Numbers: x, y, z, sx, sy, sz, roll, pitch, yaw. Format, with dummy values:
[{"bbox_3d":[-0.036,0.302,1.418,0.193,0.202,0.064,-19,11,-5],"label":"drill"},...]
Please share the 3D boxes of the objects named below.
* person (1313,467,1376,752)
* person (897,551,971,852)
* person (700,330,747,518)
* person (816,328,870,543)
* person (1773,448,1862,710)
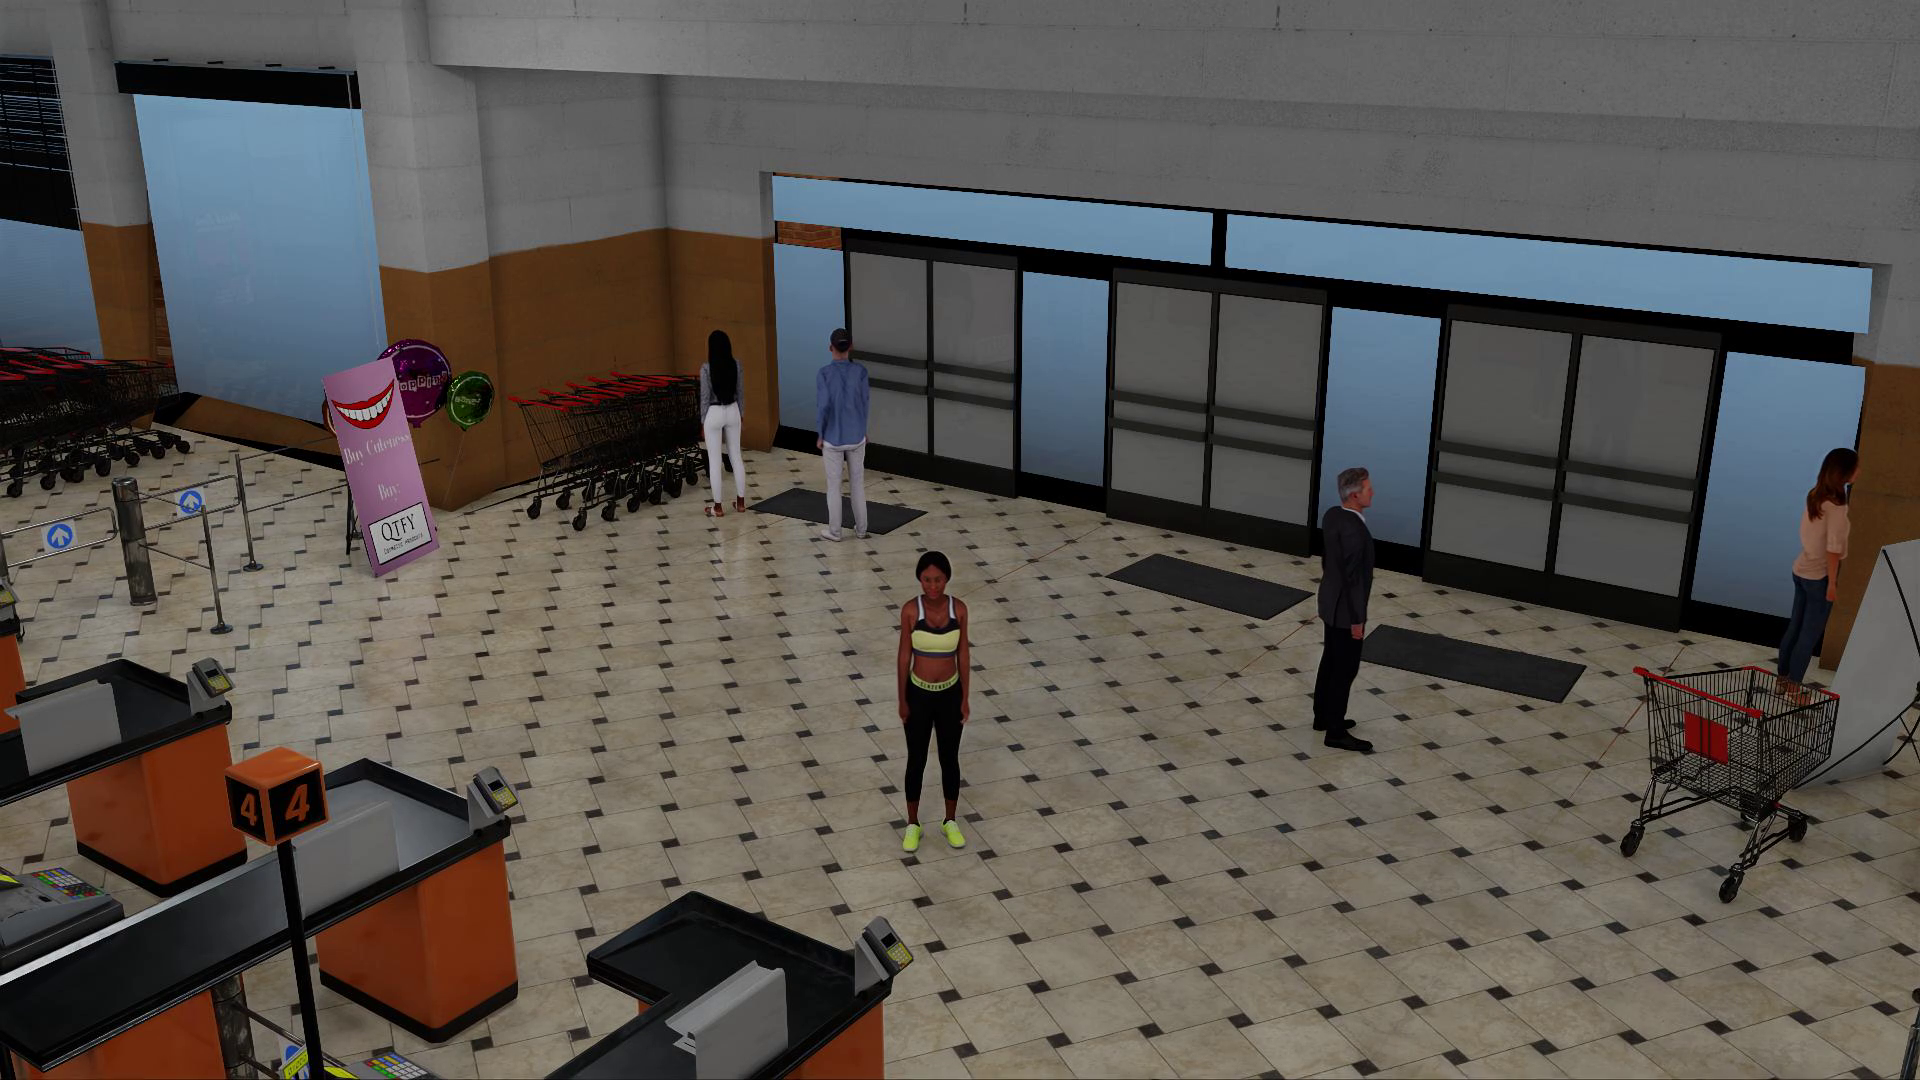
[{"bbox_3d":[2.458,0.412,10.592,0.871,1.841,0.780,-1,19,-4],"label":"person"},{"bbox_3d":[-0.149,0.889,9.313,0.639,1.755,0.694,-3,19,-8],"label":"person"},{"bbox_3d":[-2.168,-1.076,15.188,0.587,1.725,0.724,-12,22,-31],"label":"person"},{"bbox_3d":[-1.015,-0.914,14.451,0.691,1.888,0.802,-8,20,-23],"label":"person"},{"bbox_3d":[5.752,0.241,11.180,0.731,1.790,0.617,2,19,5],"label":"person"}]
